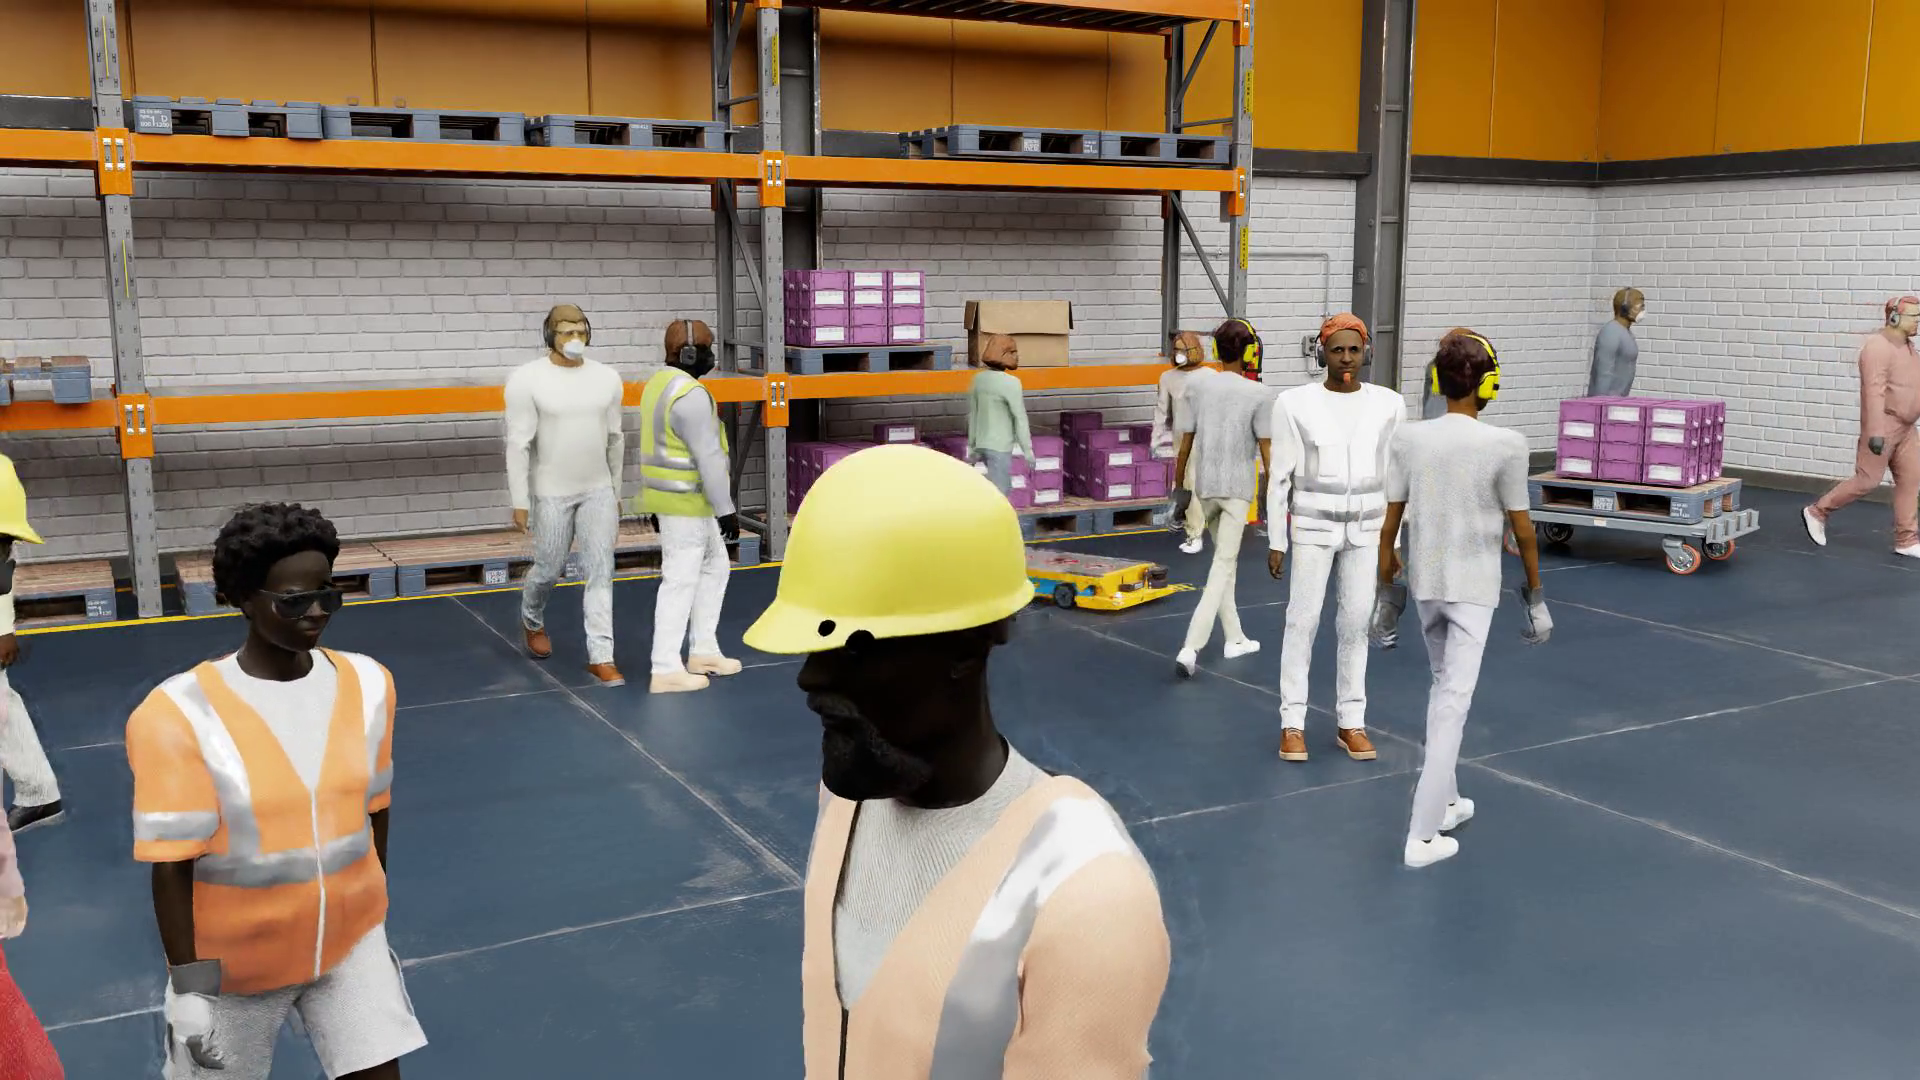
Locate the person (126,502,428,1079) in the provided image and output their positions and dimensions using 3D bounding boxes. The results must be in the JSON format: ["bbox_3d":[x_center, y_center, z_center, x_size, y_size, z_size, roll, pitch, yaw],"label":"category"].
[{"bbox_3d":[-1.318,0.734,3.148,0.834,1.661,0.532,8,12,40],"label":"person"}]

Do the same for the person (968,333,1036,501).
[{"bbox_3d":[0.303,-0.609,11.473,0.511,1.617,0.511,-6,11,-31],"label":"person"}]

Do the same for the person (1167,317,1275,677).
[{"bbox_3d":[1.333,-0.218,8.510,0.563,1.825,0.938,7,12,38],"label":"person"}]

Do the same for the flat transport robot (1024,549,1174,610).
[{"bbox_3d":[0.566,0.221,10.507,1.431,0.197,0.652,7,12,36],"label":"flat transport robot"}]

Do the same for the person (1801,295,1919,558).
[{"bbox_3d":[6.633,-0.822,11.994,0.646,1.881,0.863,-6,11,-34],"label":"person"}]

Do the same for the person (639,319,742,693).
[{"bbox_3d":[-1.273,-0.165,8.169,0.661,1.822,0.639,-4,10,-20],"label":"person"}]

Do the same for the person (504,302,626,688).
[{"bbox_3d":[-2.002,-0.249,8.418,0.639,1.910,0.903,-7,12,-36],"label":"person"}]

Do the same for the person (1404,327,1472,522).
[{"bbox_3d":[3.948,-0.929,13.521,0.808,1.583,0.606,-6,11,-32],"label":"person"}]

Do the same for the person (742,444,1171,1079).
[{"bbox_3d":[-0.086,0.850,1.740,0.940,1.882,0.604,-6,11,-33],"label":"person"}]

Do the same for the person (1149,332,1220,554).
[{"bbox_3d":[1.652,-0.693,12.013,0.563,1.603,0.652,7,11,35],"label":"person"}]

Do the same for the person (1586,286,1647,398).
[{"bbox_3d":[5.074,-1.038,13.160,0.578,1.924,0.646,5,11,29],"label":"person"}]

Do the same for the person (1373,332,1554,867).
[{"bbox_3d":[1.811,0.200,5.869,0.798,1.842,0.523,-9,13,-43],"label":"person"}]

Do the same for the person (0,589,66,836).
[{"bbox_3d":[-3.616,0.245,5.757,0.621,1.778,0.949,8,13,42],"label":"person"}]

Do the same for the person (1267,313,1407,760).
[{"bbox_3d":[1.576,-0.005,6.982,0.585,1.882,0.340,-1,9,-4],"label":"person"}]

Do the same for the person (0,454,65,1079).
[{"bbox_3d":[-1.880,0.697,3.131,0.507,1.734,0.567,-3,10,-20],"label":"person"}]
